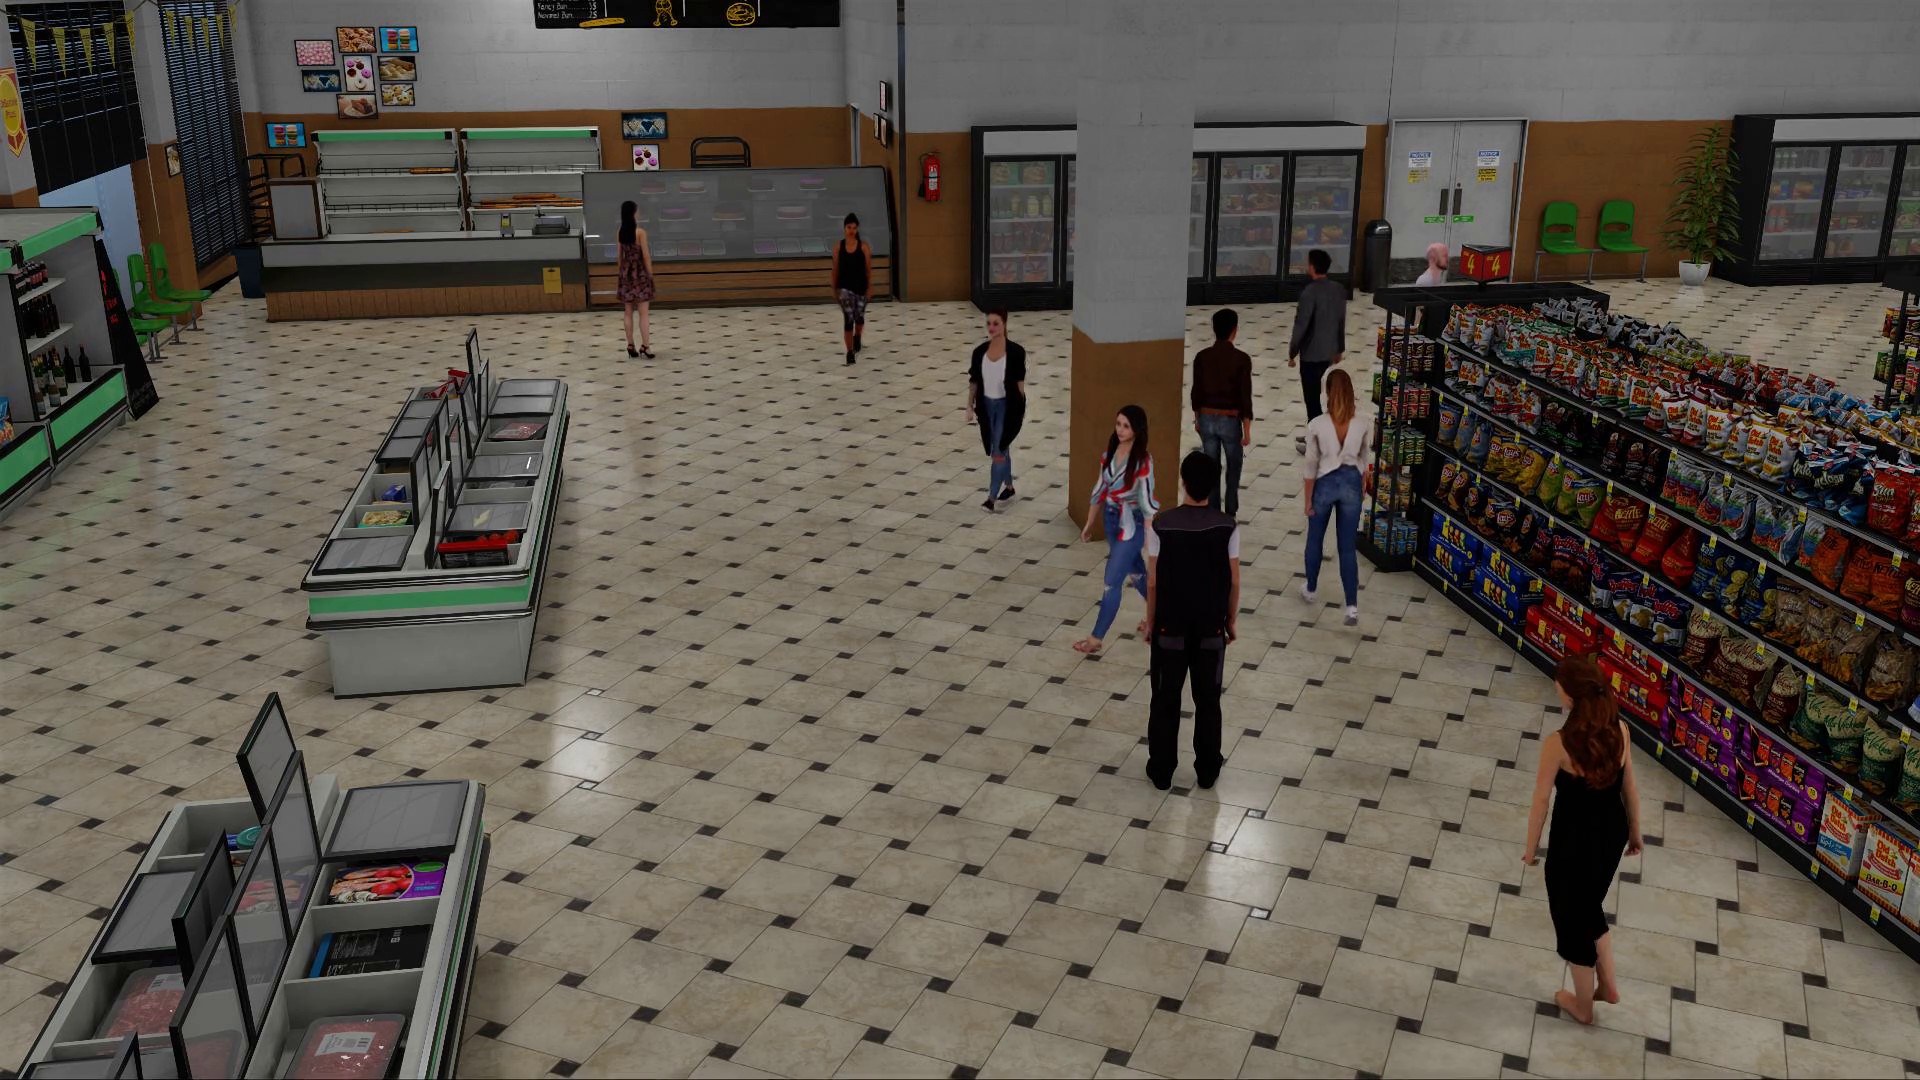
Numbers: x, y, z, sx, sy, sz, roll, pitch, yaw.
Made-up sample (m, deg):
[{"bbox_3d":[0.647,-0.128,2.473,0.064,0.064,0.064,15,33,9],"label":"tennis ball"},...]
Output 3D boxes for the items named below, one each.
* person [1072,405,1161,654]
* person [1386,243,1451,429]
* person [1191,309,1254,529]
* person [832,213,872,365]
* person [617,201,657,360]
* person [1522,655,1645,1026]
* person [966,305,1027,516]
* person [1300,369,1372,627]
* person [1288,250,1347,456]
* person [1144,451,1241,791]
[{"bbox_3d":[1.115,-0.079,10.665,0.960,1.571,1.116,-12,22,-33],"label":"person"},{"bbox_3d":[4.302,-1.862,15.610,1.185,1.789,1.215,9,20,24],"label":"person"},{"bbox_3d":[1.949,-0.842,12.637,0.757,1.755,0.758,7,20,19],"label":"person"},{"bbox_3d":[-1.200,-2.842,18.767,0.621,1.630,1.090,-1,19,-4],"label":"person"},{"bbox_3d":[-3.672,-2.941,18.836,0.805,1.773,0.852,9,21,24],"label":"person"},{"bbox_3d":[2.532,1.263,6.637,0.669,1.601,0.656,-4,19,-11],"label":"person"},{"bbox_3d":[0.354,-1.062,13.452,0.995,1.651,1.117,9,21,24],"label":"person"},{"bbox_3d":[2.516,-0.253,11.001,0.766,1.686,1.170,1,19,2],"label":"person"},{"bbox_3d":[3.250,-1.636,14.833,0.860,1.858,0.890,-14,23,-36],"label":"person"},{"bbox_3d":[1.206,0.432,8.715,0.689,1.848,0.628,0,19,1],"label":"person"}]
